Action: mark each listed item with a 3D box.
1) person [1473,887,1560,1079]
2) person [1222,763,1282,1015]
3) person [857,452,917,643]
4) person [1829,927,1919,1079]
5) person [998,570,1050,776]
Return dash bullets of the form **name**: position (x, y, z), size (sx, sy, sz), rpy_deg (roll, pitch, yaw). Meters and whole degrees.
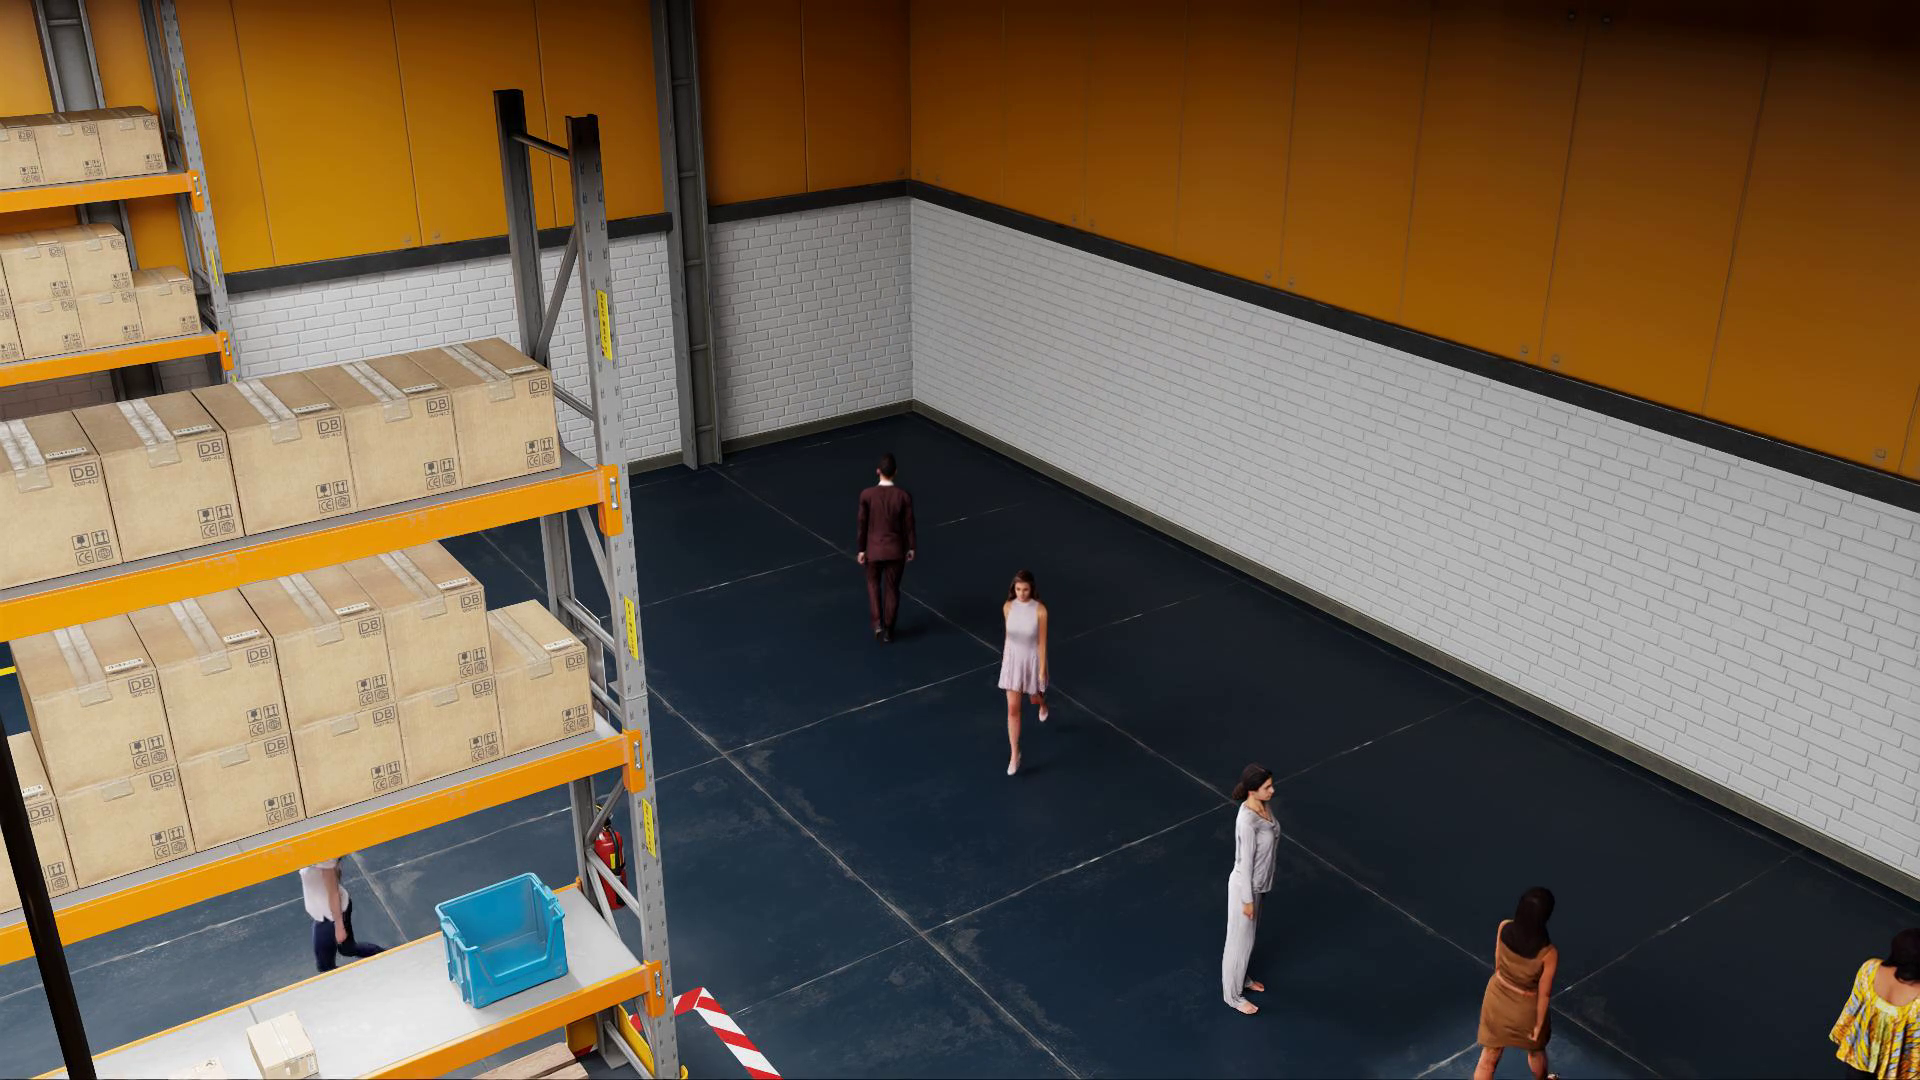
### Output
- **person**: position (3.177, 2.784, 9.677), size (1.006, 1.657, 0.657), rpy_deg (-20, 31, -39)
- **person**: position (1.875, 2.232, 10.792), size (0.739, 1.774, 0.639), rpy_deg (10, 25, 21)
- **person**: position (-0.699, 0.115, 15.535), size (0.780, 1.855, 0.877), rpy_deg (0, 24, 0)
- **person**: position (5.234, 2.901, 9.410), size (0.718, 1.655, 0.688), rpy_deg (-16, 28, -32)
- **person**: position (0.562, 1.014, 13.628), size (0.980, 1.735, 1.143), rpy_deg (7, 25, 16)
